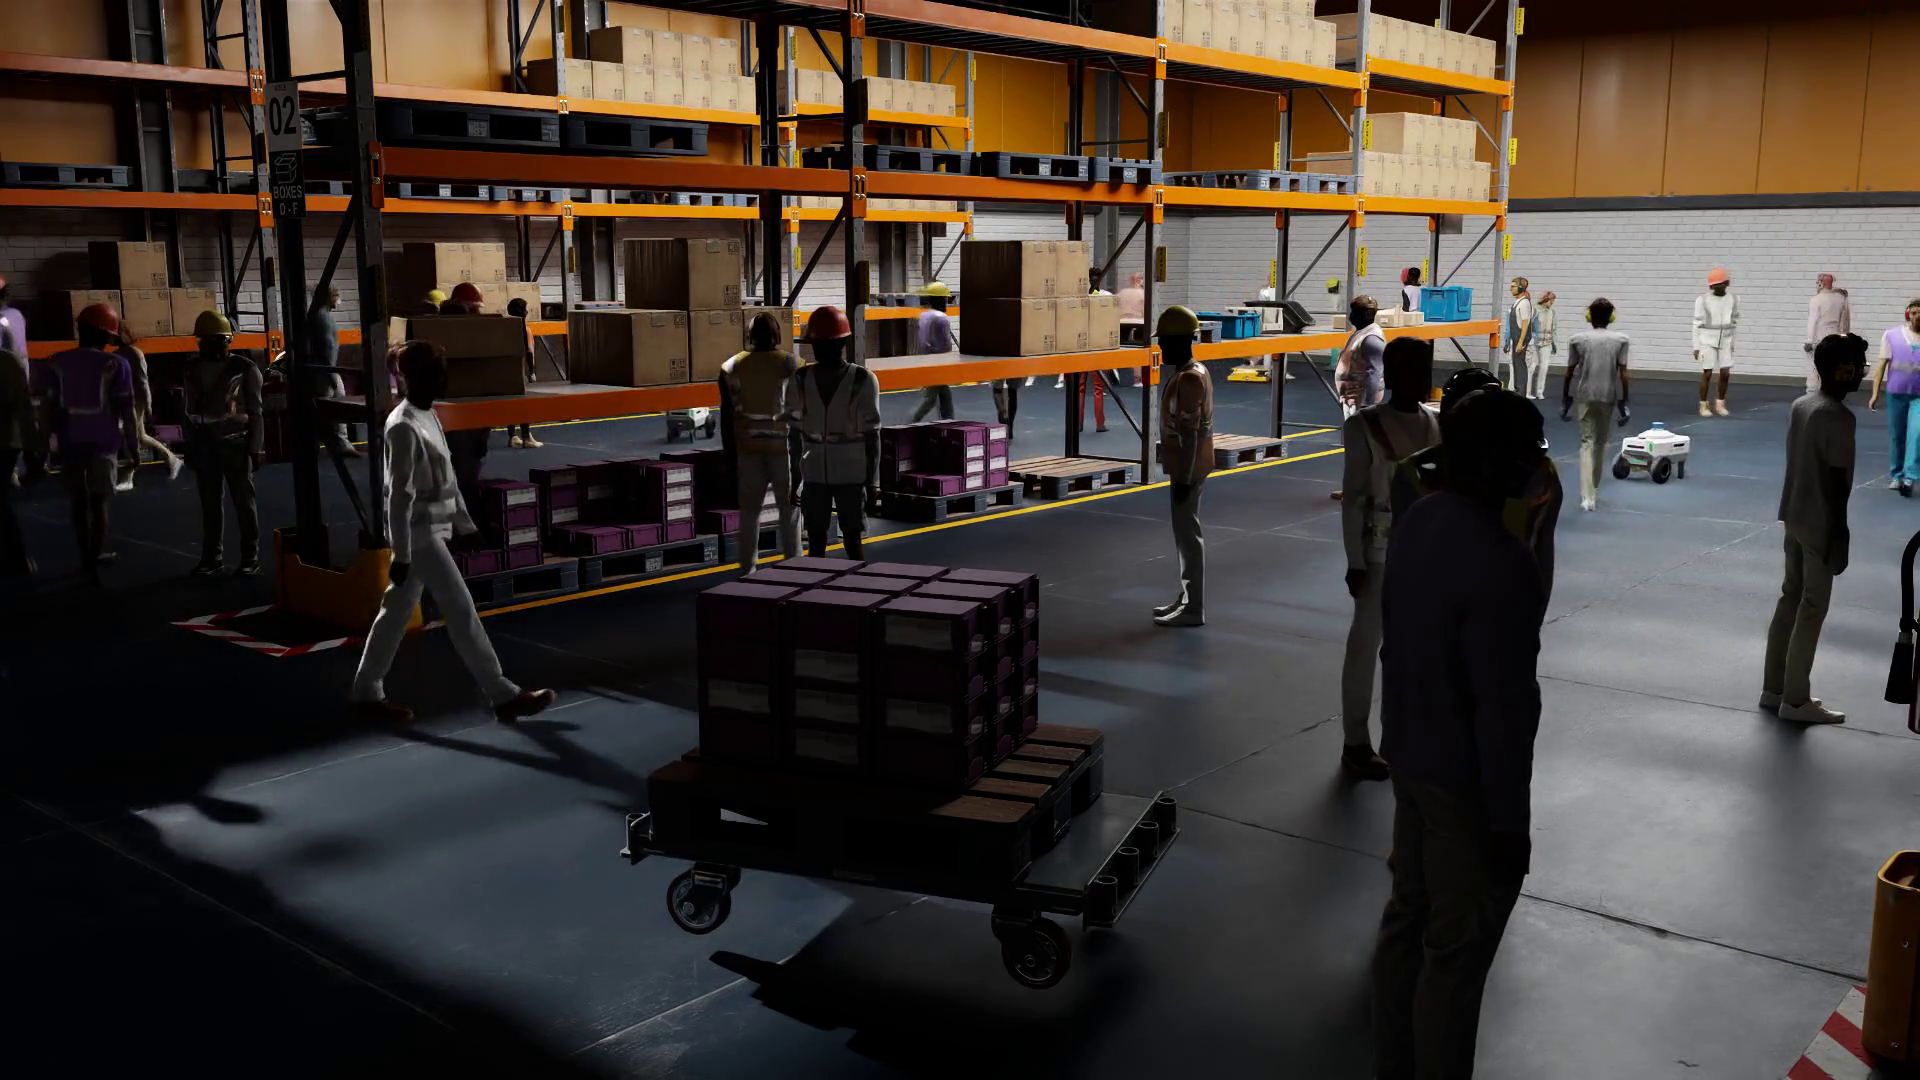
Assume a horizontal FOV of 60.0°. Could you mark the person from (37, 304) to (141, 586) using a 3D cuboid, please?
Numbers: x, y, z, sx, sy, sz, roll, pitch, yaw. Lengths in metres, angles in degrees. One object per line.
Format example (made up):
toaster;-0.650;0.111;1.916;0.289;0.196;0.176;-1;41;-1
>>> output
person;-5.896;-0.648;11.271;0.623;1.874;0.812;-2;10;-9

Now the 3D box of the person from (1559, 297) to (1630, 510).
person;5.545;-1.192;14.539;0.547;1.829;0.797;3;10;14

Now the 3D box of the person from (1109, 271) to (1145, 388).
person;2.753;-3.385;26.826;0.646;1.881;0.666;-10;14;-44

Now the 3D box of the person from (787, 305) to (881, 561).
person;-0.729;-0.368;9.502;0.550;1.933;0.373;2;10;13

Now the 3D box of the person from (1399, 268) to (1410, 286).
person;7.974;-3.875;29.571;0.587;1.896;0.572;7;12;34

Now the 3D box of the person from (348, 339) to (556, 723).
person;-2.472;-0.023;7.833;0.989;1.832;0.578;-2;10;-12

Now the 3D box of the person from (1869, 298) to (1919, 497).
person;8.687;-1.304;15.230;0.591;1.796;0.984;7;12;35

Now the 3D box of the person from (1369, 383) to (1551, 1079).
person;1.219;0.586;4.058;0.354;1.937;0.635;-1;10;-7

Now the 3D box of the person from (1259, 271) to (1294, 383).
person;5.291;-3.603;27.879;0.605;1.951;0.382;0;10;1

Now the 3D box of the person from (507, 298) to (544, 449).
person;-4.967;-1.878;18.779;0.538;1.697;0.317;8;13;40

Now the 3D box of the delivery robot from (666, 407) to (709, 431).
delivery robot;-3.202;-1.491;19.557;0.477;0.478;0.707;1;10;7

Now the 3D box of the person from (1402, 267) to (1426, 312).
person;7.885;-3.776;28.947;0.592;1.921;0.389;-7;12;-36

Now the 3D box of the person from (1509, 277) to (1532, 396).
person;8.010;-2.844;23.856;0.349;1.846;0.506;2;10;9

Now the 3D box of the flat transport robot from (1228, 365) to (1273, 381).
flat transport robot;5.066;-2.867;28.464;0.652;0.197;1.431;4;11;22

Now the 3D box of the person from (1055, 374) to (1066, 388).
person;1.697;-3.276;26.959;0.560;1.609;0.510;7;12;33

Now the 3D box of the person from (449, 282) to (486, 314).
person;-3.822;-1.000;12.935;0.391;1.990;0.621;1;10;8

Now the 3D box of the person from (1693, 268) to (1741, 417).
person;10.011;-2.608;22.076;0.623;1.993;0.634;1;10;4

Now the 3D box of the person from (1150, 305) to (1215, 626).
person;1.322;-0.440;9.976;0.394;1.919;0.581;0;10;1

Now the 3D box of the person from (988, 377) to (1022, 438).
person;0.570;-2.124;19.558;0.550;1.917;0.619;-1;10;-8

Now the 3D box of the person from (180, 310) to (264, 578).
person;-5.068;-0.652;11.405;0.588;1.835;0.403;1;10;7

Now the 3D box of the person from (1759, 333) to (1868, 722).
person;4.101;-0.056;7.960;0.327;1.861;0.501;0;10;-2

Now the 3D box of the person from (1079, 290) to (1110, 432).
person;1.604;-2.202;20.447;0.522;1.761;0.327;3;10;18

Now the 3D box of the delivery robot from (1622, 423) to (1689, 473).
delivery robot;6.782;-0.902;16.201;0.707;0.478;0.477;-7;12;-36

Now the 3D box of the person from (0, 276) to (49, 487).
person;-9.025;-1.503;15.680;0.437;2.030;0.674;-1;10;-5

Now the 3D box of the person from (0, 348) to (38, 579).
person;-6.503;-0.622;11.005;0.781;1.935;0.913;1;10;8

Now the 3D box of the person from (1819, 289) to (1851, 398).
person;13.252;-2.977;25.181;0.306;1.645;0.522;-2;10;-12

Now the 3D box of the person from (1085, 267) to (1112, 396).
person;2.042;-3.180;25.426;0.602;1.966;0.368;-1;10;-6

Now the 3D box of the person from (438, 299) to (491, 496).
person;-3.575;-0.814;12.170;0.617;1.894;0.649;-9;14;-43

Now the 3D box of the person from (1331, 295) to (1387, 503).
person;3.522;-1.235;14.695;0.429;1.846;0.633;0;10;-1

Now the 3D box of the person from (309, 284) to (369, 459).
person;-6.814;-1.768;17.560;0.900;1.911;0.628;-4;11;-21

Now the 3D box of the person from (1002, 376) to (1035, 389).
person;0.966;-3.386;27.033;0.529;1.827;0.984;5;11;27

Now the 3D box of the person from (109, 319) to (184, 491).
person;-7.723;-1.283;15.666;0.509;1.606;0.764;8;13;37

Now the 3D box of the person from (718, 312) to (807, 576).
person;-1.272;-0.591;11.067;0.629;1.838;0.428;1;10;7

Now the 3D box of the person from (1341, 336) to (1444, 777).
person;1.886;0.066;7.181;0.573;1.883;0.355;-6;11;-30

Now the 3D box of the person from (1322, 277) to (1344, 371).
person;6.942;-3.933;30.376;0.575;1.722;0.590;5;11;29

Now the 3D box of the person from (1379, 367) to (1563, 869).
person;1.780;0.311;5.905;0.625;1.843;0.430;-1;10;-8

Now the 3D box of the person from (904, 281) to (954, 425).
person;-0.330;-1.986;18.861;0.942;1.888;0.587;-4;11;-23

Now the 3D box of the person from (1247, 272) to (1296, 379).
person;5.394;-3.699;28.701;0.795;1.867;0.695;3;10;18

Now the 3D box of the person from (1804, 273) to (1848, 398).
person;12.638;-2.939;24.265;0.650;1.894;0.621;-4;11;-22

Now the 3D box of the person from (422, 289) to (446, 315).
person;-5.960;-1.879;18.495;0.618;1.800;0.704;8;13;40

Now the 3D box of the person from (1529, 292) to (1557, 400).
person;8.648;-2.896;24.848;0.537;1.600;0.343;-4;11;-20

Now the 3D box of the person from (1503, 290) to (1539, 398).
person;8.346;-2.898;24.752;0.521;1.638;0.307;-1;10;-8
